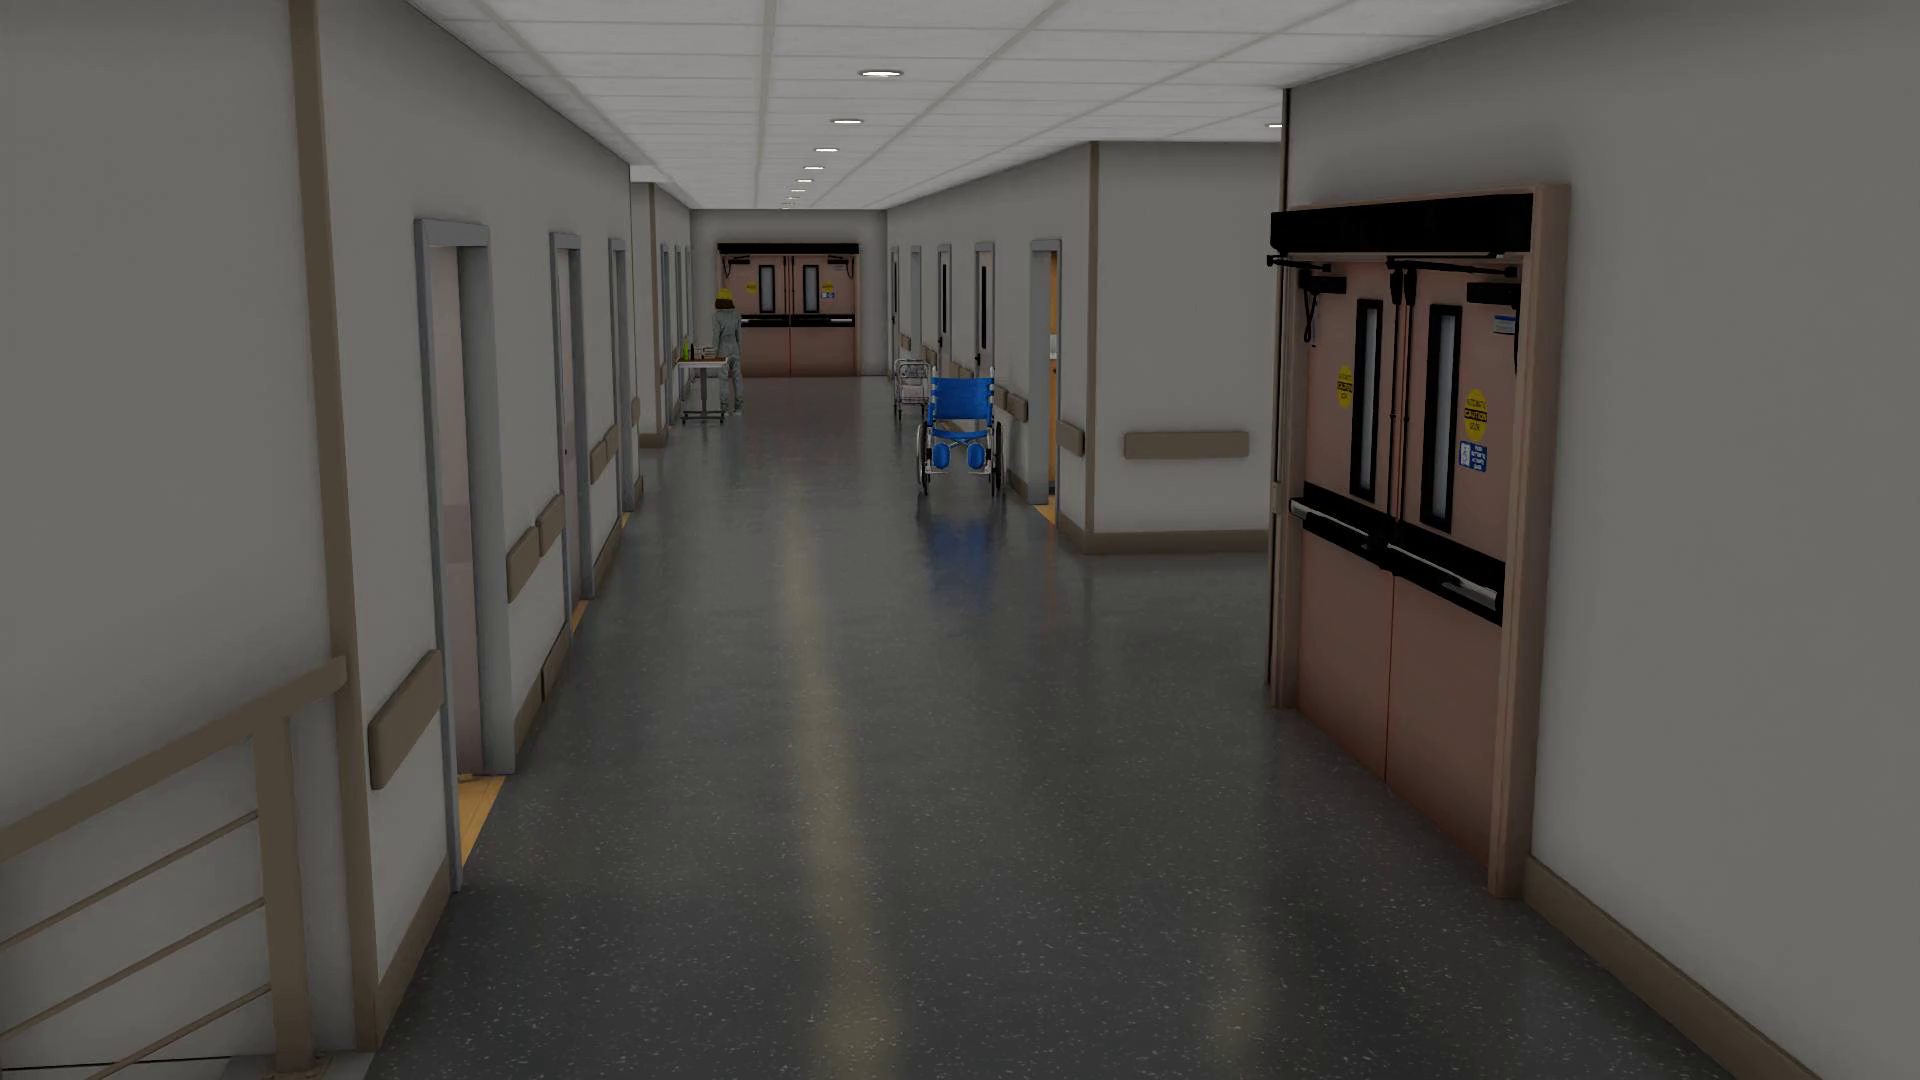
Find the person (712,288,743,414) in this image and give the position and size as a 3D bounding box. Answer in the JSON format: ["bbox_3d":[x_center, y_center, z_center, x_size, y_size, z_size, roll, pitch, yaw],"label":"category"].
[{"bbox_3d":[-3.256,-2.619,23.144,0.484,1.745,0.297,-9,13,-42],"label":"person"}]
